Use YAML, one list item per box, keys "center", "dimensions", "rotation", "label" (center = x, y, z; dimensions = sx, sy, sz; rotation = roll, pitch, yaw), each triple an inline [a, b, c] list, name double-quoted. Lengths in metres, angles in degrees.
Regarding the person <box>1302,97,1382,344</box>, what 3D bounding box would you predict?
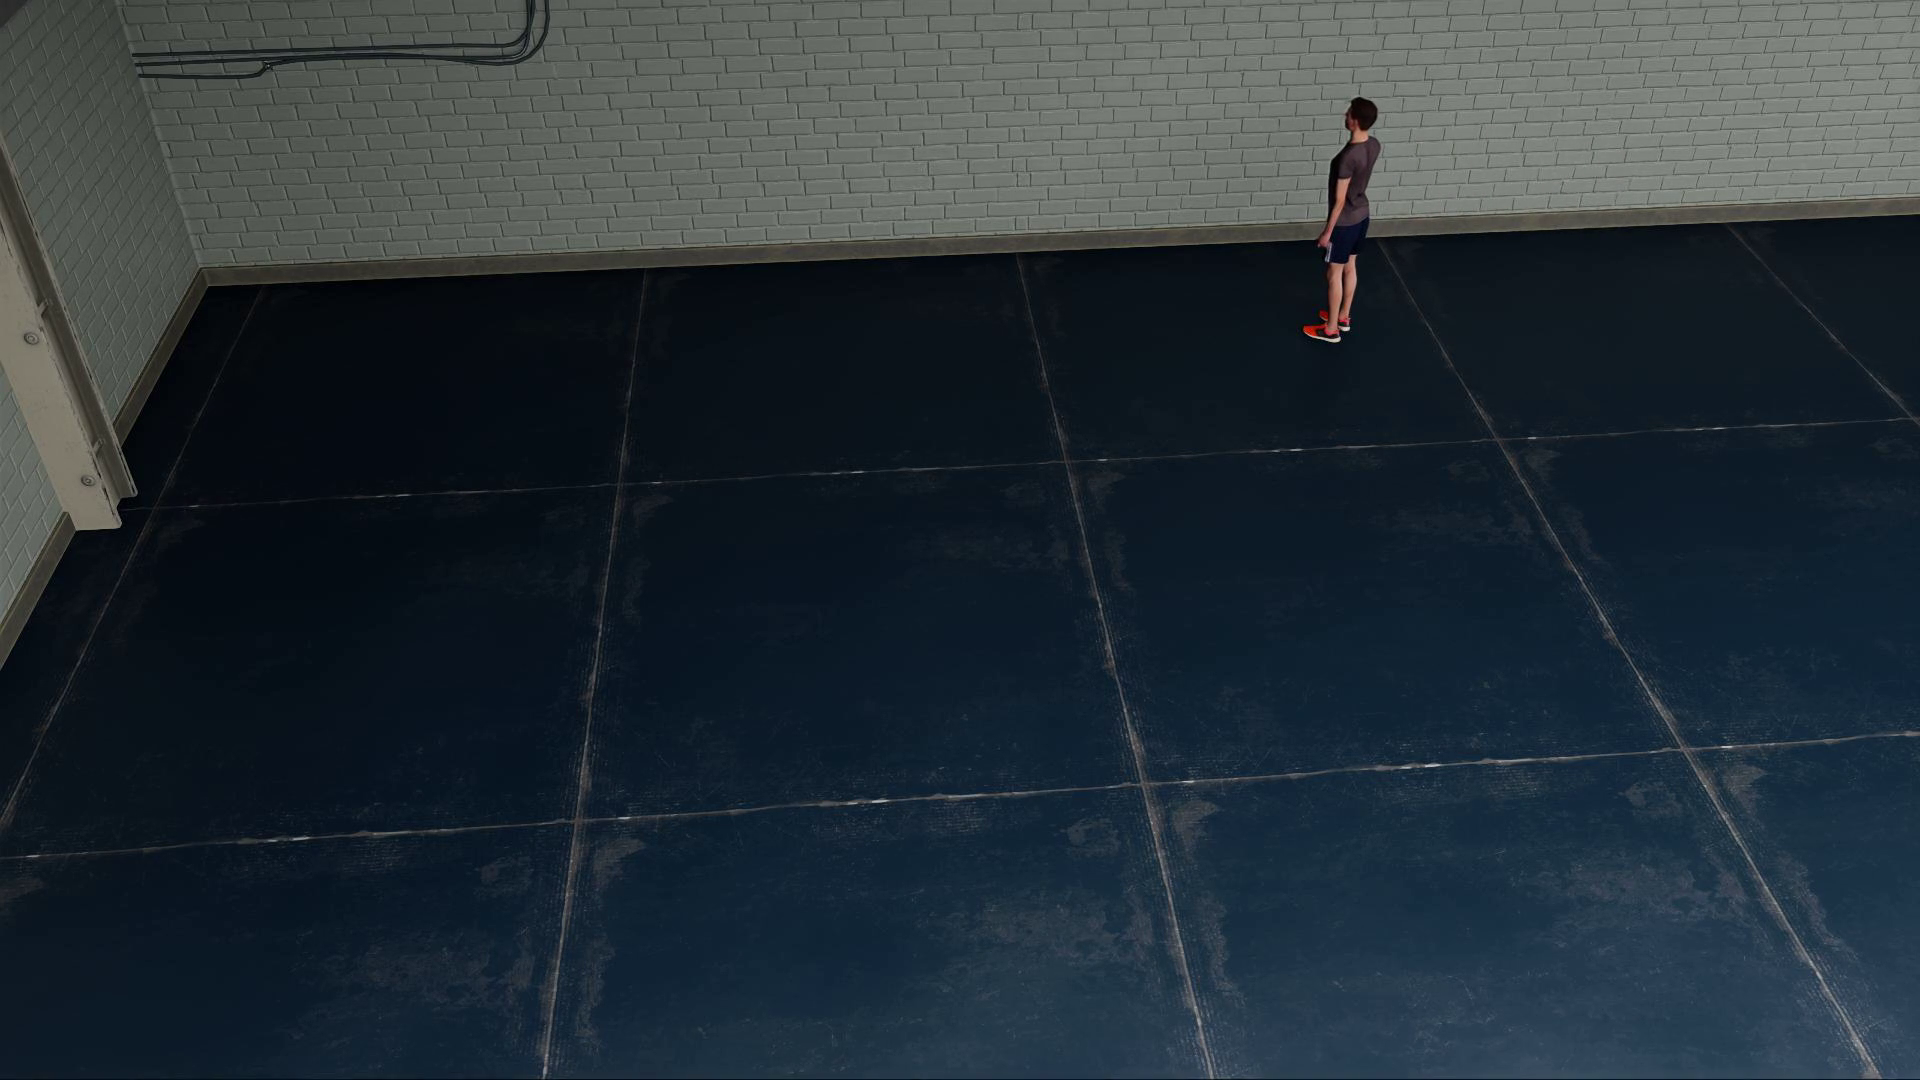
- center: [2.799, -2.307, 12.026]
  dimensions: [0.779, 1.853, 0.715]
  rotation: [27, 45, 30]
  label: "person"
